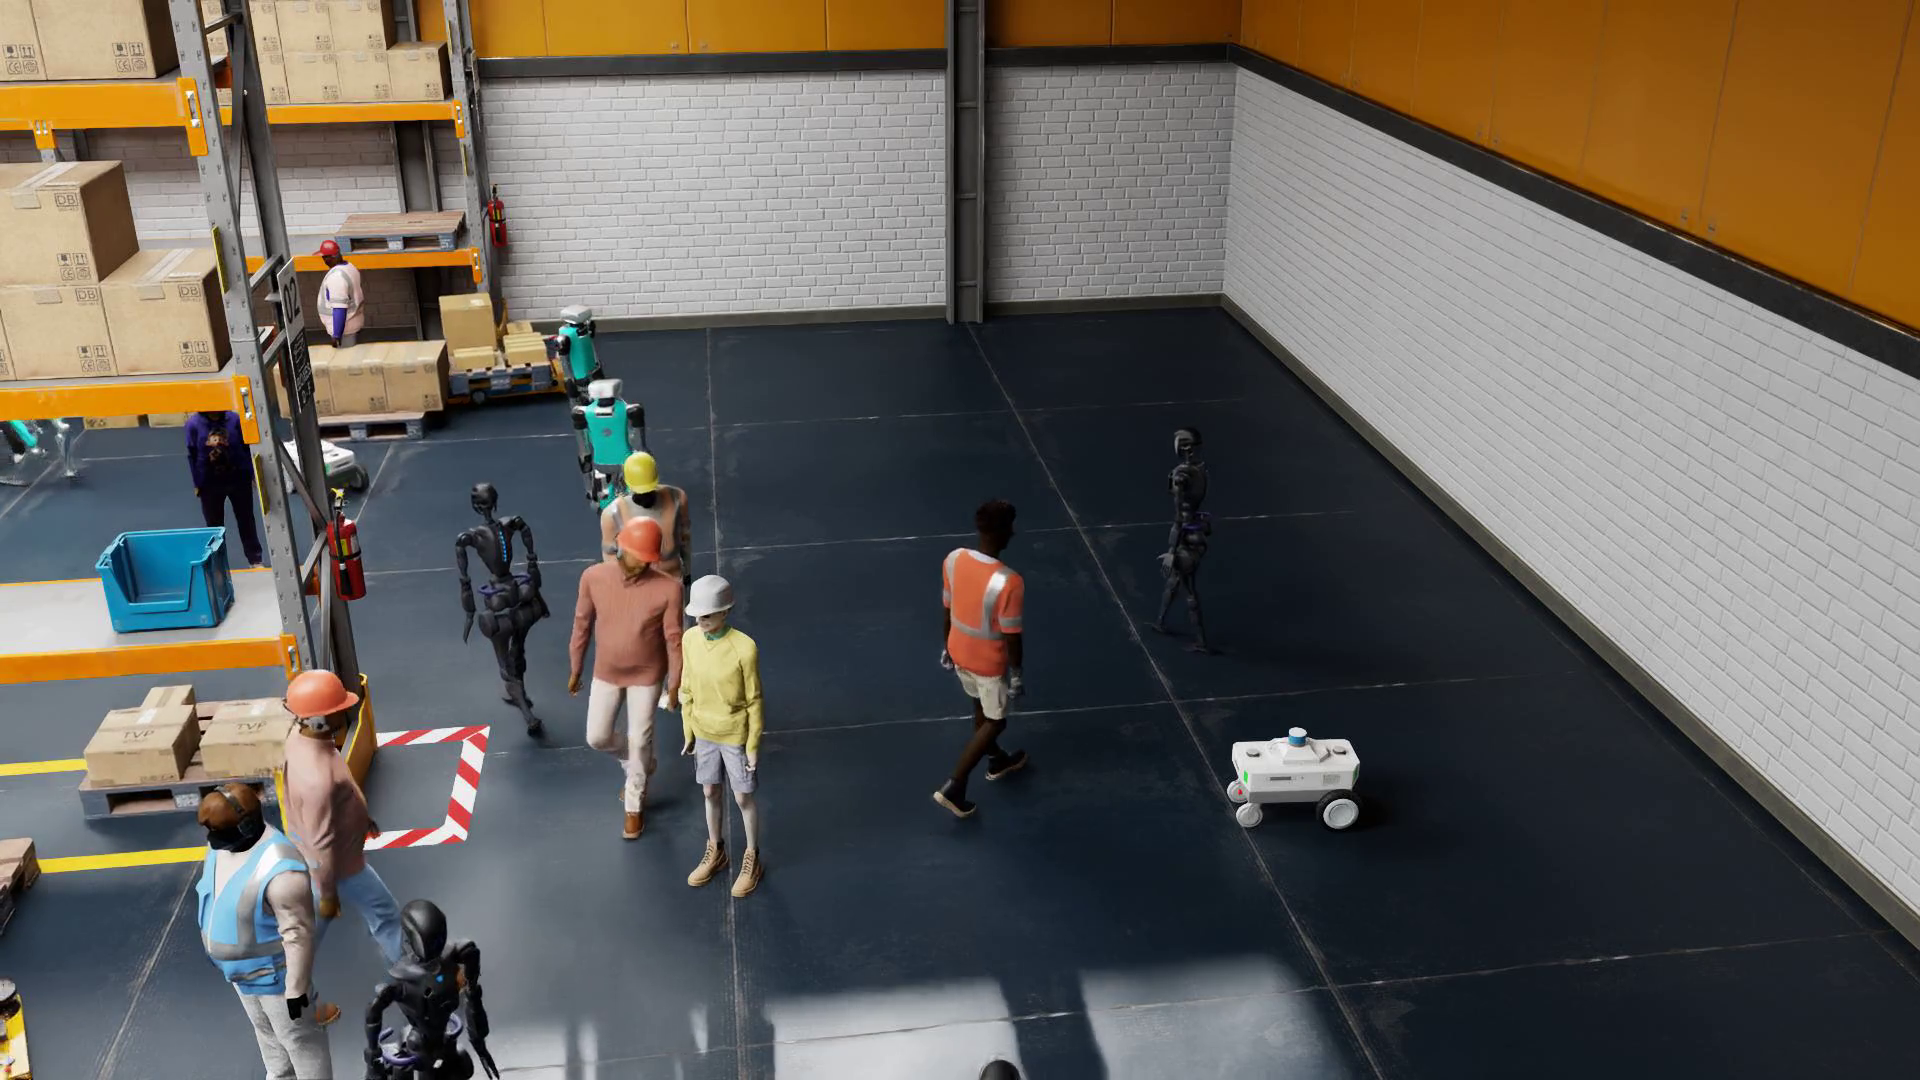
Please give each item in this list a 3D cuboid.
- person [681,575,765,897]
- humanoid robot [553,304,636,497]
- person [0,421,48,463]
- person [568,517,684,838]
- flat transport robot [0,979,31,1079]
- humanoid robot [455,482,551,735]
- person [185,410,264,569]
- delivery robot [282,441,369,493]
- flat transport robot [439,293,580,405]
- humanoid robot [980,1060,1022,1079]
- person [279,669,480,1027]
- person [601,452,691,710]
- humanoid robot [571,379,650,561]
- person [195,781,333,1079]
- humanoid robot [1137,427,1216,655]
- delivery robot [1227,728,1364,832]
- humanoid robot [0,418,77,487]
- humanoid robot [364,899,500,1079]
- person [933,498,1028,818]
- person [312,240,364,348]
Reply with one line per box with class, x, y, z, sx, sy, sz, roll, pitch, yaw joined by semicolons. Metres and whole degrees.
person;-1.284;1.044;9.004;0.485;1.890;0.378;9;25;21
humanoid robot;-2.979;-1.047;14.099;0.722;1.898;0.550;7;25;16
person;-8.853;-1.468;14.822;0.559;1.819;0.921;14;27;28
person;-1.899;0.759;9.564;0.681;1.960;0.563;3;24;6
flat transport robot;-5.135;2.504;7.691;1.431;0.231;0.659;-14;27;-28
humanoid robot;-2.872;0.447;10.692;0.596;1.649;0.683;-22;32;-40
person;-5.620;-0.445;12.720;0.456;1.623;0.344;-13;27;-28
delivery robot;-5.592;-0.639;14.497;0.792;0.595;0.499;14;27;29
flat transport robot;-4.650;-1.635;17.120;1.431;0.231;0.659;-8;25;-17
humanoid robot;0.137;2.498;6.013;0.616;1.637;0.752;-5;24;-11
person;-2.952;1.479;7.953;1.001;1.944;0.612;-14;27;-28
person;-1.970;0.289;10.716;0.605;1.887;0.683;-11;26;-24
humanoid robot;-2.555;-0.427;12.546;0.545;1.760;0.939;0;24;-1
person;-3.025;1.850;7.233;0.621;1.838;0.429;18;29;35
humanoid robot;1.541;-0.003;11.674;0.646;1.638;0.612;10;26;22
delivery robot;2.006;1.405;9.864;0.803;0.614;0.499;-1;24;-3
humanoid robot;-8.103;-1.235;14.403;1.019;1.742;0.547;6;25;14
humanoid robot;-2.193;2.151;6.755;0.430;1.643;0.610;16;29;33
person;0.128;0.670;9.801;0.845;1.939;0.618;-20;31;-38
person;-6.036;-2.076;16.286;0.419;1.749;0.603;-2;24;-4
